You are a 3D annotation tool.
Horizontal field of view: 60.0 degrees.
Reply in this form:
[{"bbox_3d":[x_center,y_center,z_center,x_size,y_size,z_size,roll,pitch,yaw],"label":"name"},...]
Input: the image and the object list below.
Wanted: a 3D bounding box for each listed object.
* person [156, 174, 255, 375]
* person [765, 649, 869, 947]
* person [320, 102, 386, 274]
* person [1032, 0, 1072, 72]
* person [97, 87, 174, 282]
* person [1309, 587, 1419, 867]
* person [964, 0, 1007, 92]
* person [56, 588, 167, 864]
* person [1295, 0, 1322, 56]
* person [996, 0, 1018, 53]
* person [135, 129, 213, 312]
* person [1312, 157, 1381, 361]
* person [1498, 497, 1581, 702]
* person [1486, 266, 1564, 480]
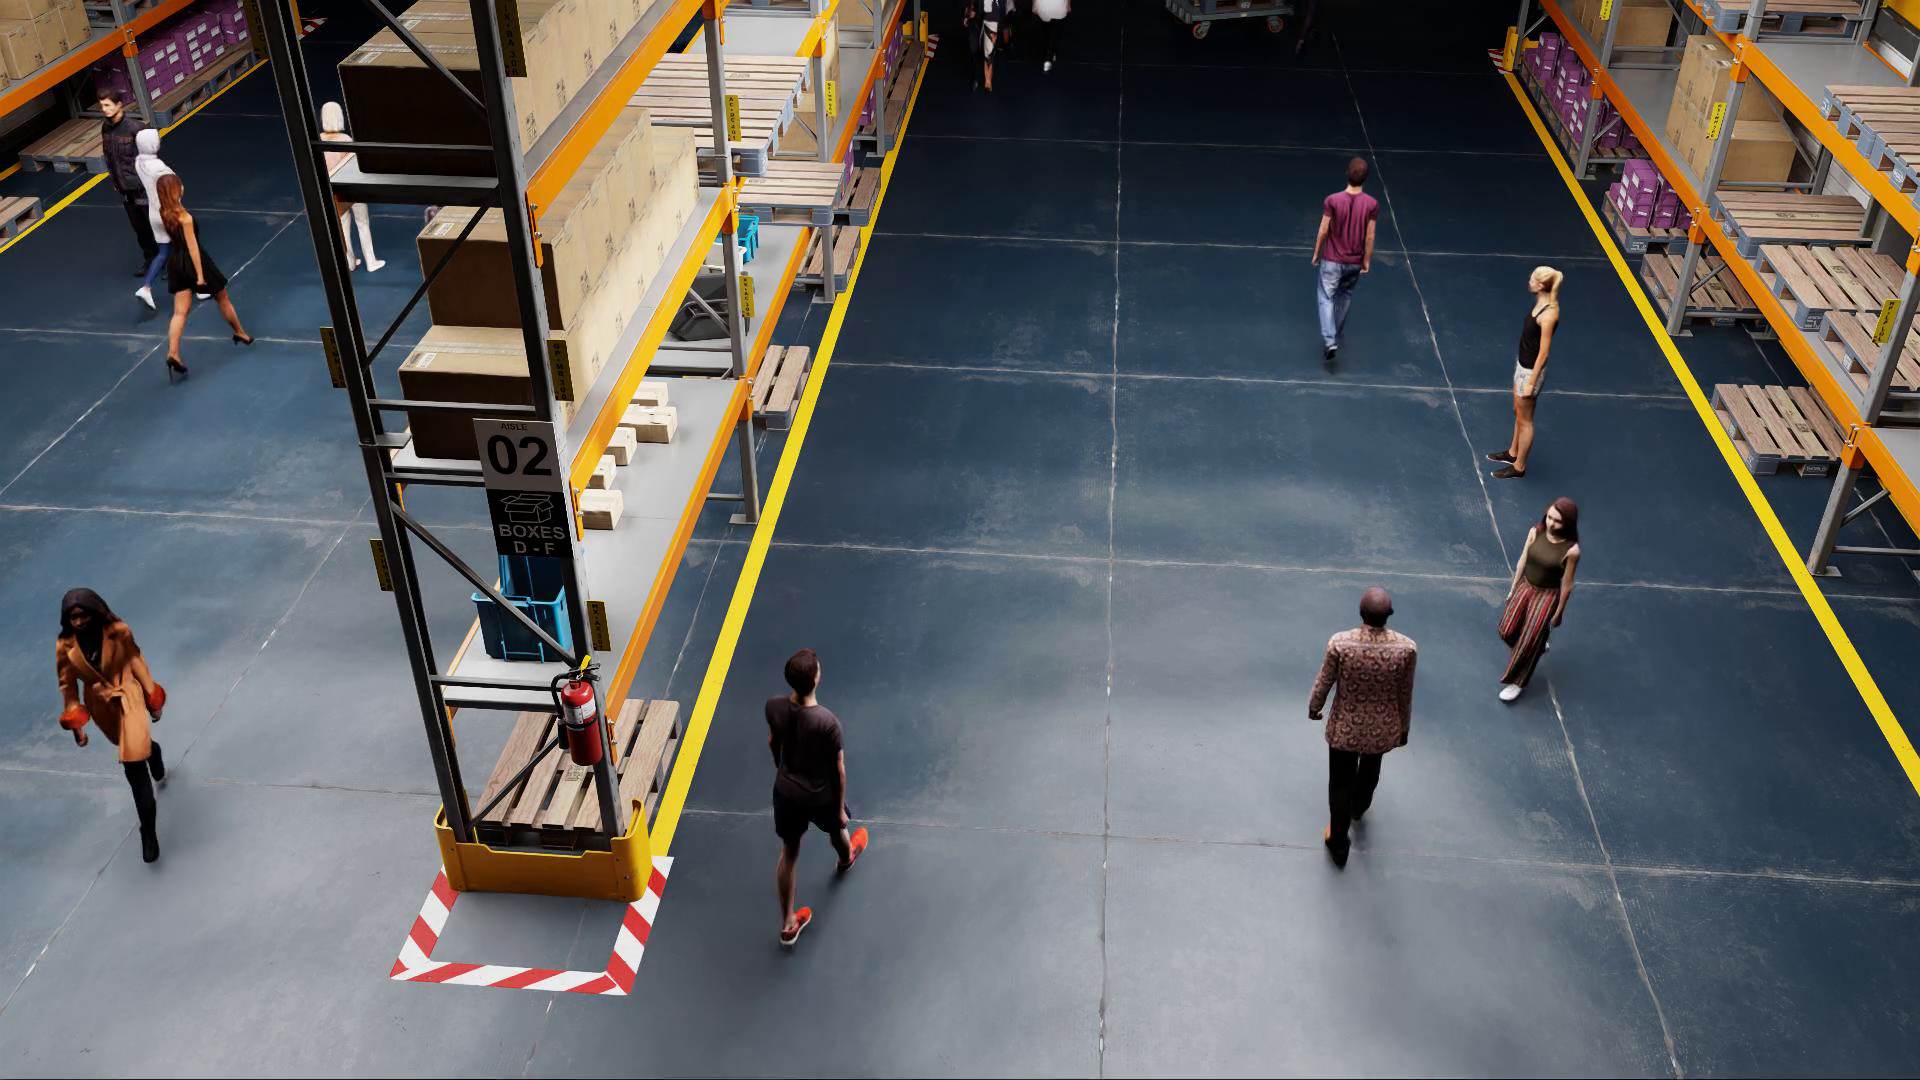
[{"bbox_3d":[-6.890,-2.315,14.731,0.845,1.782,1.203,15,37,22],"label":"person"},{"bbox_3d":[-0.879,1.437,9.067,0.926,1.802,1.236,13,36,19],"label":"person"},{"bbox_3d":[-6.121,-3.513,16.585,0.609,1.725,0.525,5,34,7],"label":"person"},{"bbox_3d":[1.201,-6.997,21.899,0.827,1.645,1.141,10,35,15],"label":"person"},{"bbox_3d":[-8.116,-3.529,16.410,0.766,1.945,0.698,12,35,17],"label":"person"},{"bbox_3d":[2.321,1.123,9.561,0.723,1.780,0.927,2,34,3],"label":"person"},{"bbox_3d":[0.316,-6.684,21.222,0.701,1.873,0.647,2,34,3],"label":"person"},{"bbox_3d":[-4.981,0.987,9.860,1.001,1.675,1.300,-9,35,-13],"label":"person"},{"bbox_3d":[4.727,-7.429,22.485,1.004,1.715,1.139,25,41,33],"label":"person"},{"bbox_3d":[0.666,-7.283,22.688,0.644,1.247,0.560,26,41,33],"label":"person"},{"bbox_3d":[-7.621,-3.014,15.810,0.919,1.751,1.163,18,38,25],"label":"person"},{"bbox_3d":[3.448,-2.500,14.972,0.658,1.823,1.082,2,34,3],"label":"person"},{"bbox_3d":[3.847,0.350,10.925,0.846,1.556,0.791,-23,40,-30],"label":"person"},{"bbox_3d":[4.552,-1.354,13.228,0.696,1.846,0.508,7,34,11],"label":"person"}]
